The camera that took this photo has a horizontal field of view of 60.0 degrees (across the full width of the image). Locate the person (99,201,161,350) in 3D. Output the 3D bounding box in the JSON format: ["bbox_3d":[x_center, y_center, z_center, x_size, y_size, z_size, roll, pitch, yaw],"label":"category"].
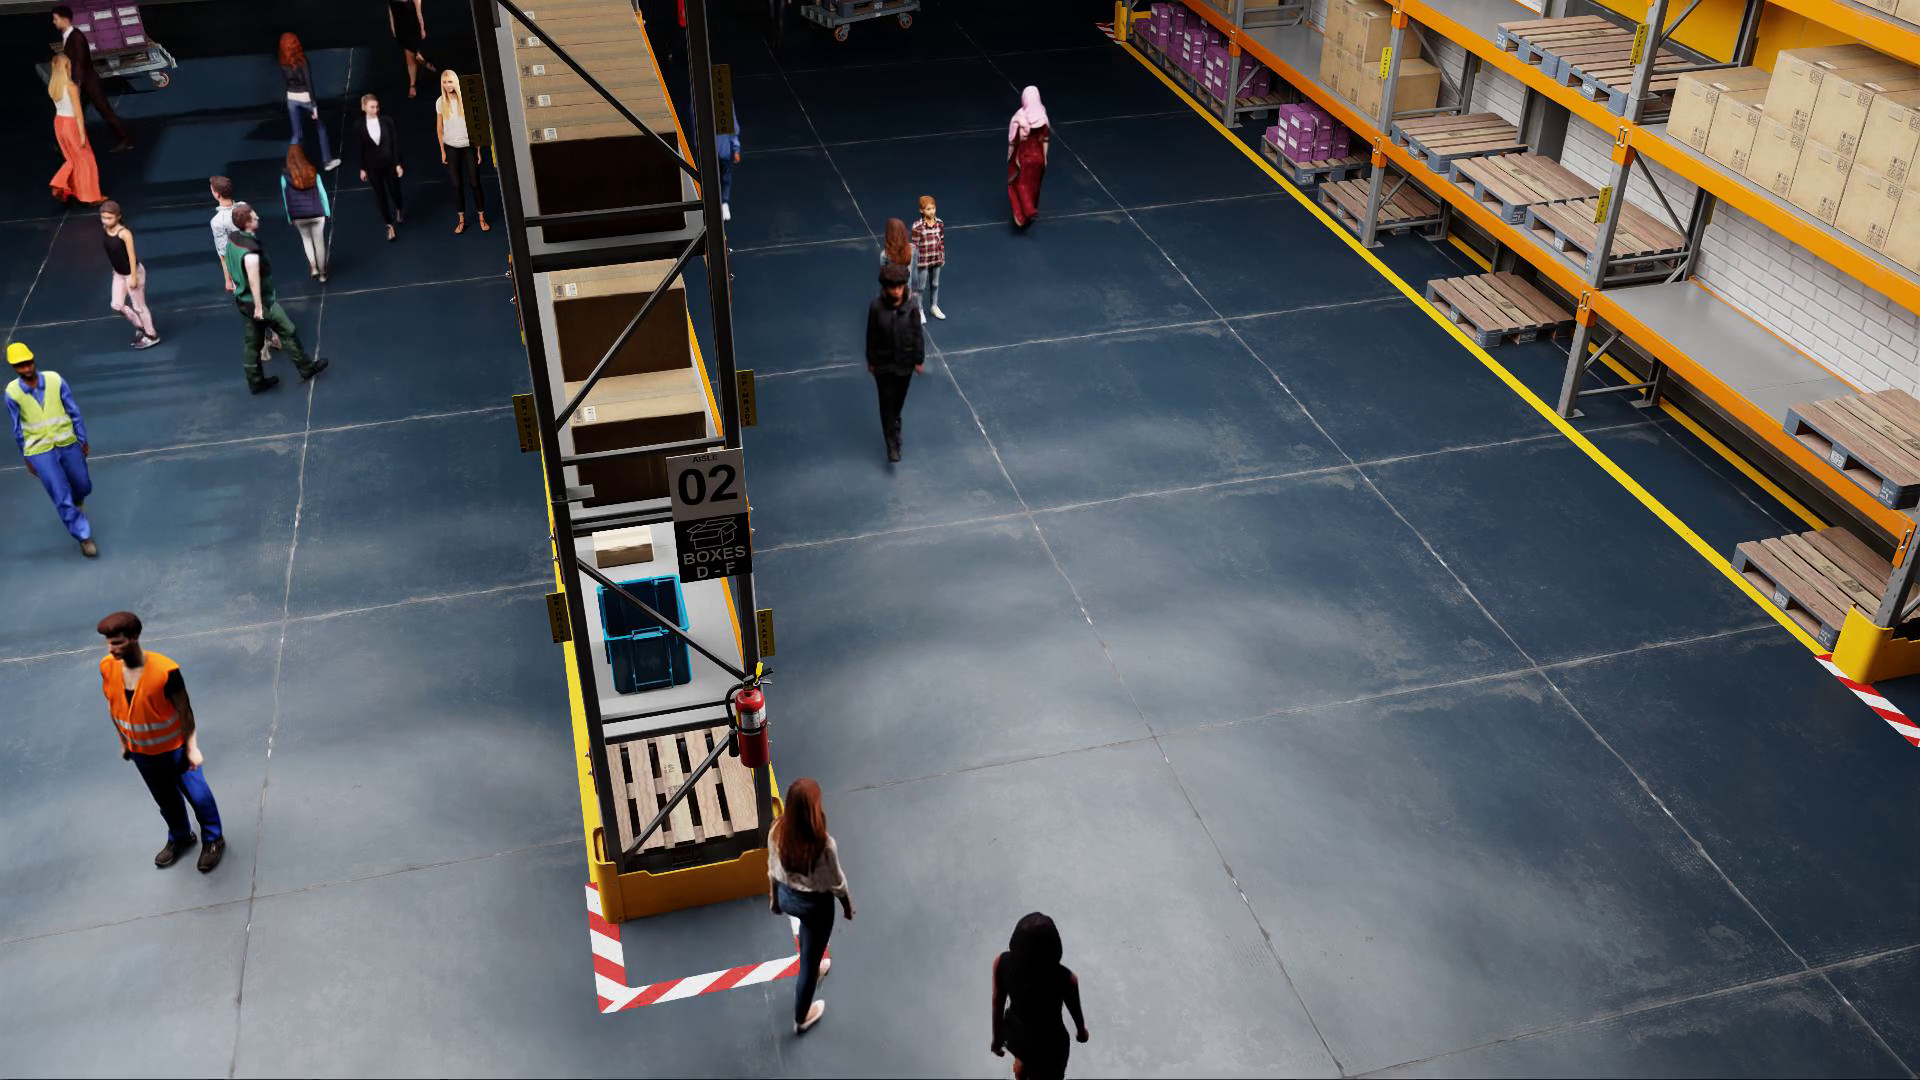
[{"bbox_3d":[-8.033,-2.607,16.179,0.664,1.547,0.722,18,38,25],"label":"person"}]

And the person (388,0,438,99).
[{"bbox_3d":[-7.393,-6.858,22.446,0.971,1.688,1.121,10,35,14],"label":"person"}]

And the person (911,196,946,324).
[{"bbox_3d":[-0.323,-2.843,16.752,0.578,1.305,0.596,-17,37,-24],"label":"person"}]

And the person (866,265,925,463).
[{"bbox_3d":[-0.591,-1.618,14.510,0.638,1.748,0.959,-8,34,-11],"label":"person"}]

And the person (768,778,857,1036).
[{"bbox_3d":[-0.886,2.029,9.054,0.834,1.713,0.893,18,38,25],"label":"person"}]

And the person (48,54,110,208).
[{"bbox_3d":[-10.225,-4.614,18.995,0.923,1.773,0.979,17,37,24],"label":"person"}]

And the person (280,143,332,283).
[{"bbox_3d":[-6.837,-3.394,17.420,0.583,1.484,0.607,-7,34,-11],"label":"person"}]

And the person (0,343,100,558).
[{"bbox_3d":[-7.193,-0.757,13.168,0.911,1.799,1.077,-25,41,-32],"label":"person"}]

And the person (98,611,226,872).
[{"bbox_3d":[-4.873,1.205,10.135,0.775,1.889,0.774,5,34,8],"label":"person"}]

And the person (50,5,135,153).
[{"bbox_3d":[-10.668,-5.637,20.493,1.073,1.818,1.193,-26,41,-33],"label":"person"}]

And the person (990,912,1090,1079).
[{"bbox_3d":[0.338,2.570,8.238,0.903,1.716,0.978,17,37,23],"label":"person"}]

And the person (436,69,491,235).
[{"bbox_3d":[-5.557,-4.335,18.527,0.594,1.827,0.529,-7,34,-10],"label":"person"}]

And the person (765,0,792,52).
[{"bbox_3d":[-2.673,-7.946,24.191,0.613,1.569,0.628,-5,34,-8],"label":"person"}]

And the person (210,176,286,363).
[{"bbox_3d":[-6.838,-2.594,15.888,0.795,1.847,0.696,11,35,16],"label":"person"}]

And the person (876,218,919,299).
[{"bbox_3d":[-0.561,-2.340,15.849,0.664,1.468,0.695,-22,40,-30],"label":"person"}]

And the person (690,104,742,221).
[{"bbox_3d":[-2.736,-4.433,18.718,0.776,1.778,1.090,-5,34,-8],"label":"person"}]

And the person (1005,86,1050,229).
[{"bbox_3d":[0.765,-4.234,18.560,0.628,1.621,0.820,-8,34,-11],"label":"person"}]

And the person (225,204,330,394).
[{"bbox_3d":[-6.548,-2.182,15.305,1.042,1.807,1.036,24,41,32],"label":"person"}]

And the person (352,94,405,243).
[{"bbox_3d":[-6.367,-4.125,18.338,0.635,1.685,0.707,-9,35,-14],"label":"person"}]

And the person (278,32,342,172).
[{"bbox_3d":[-7.865,-5.103,19.751,0.964,1.751,1.248,7,34,10],"label":"person"}]
